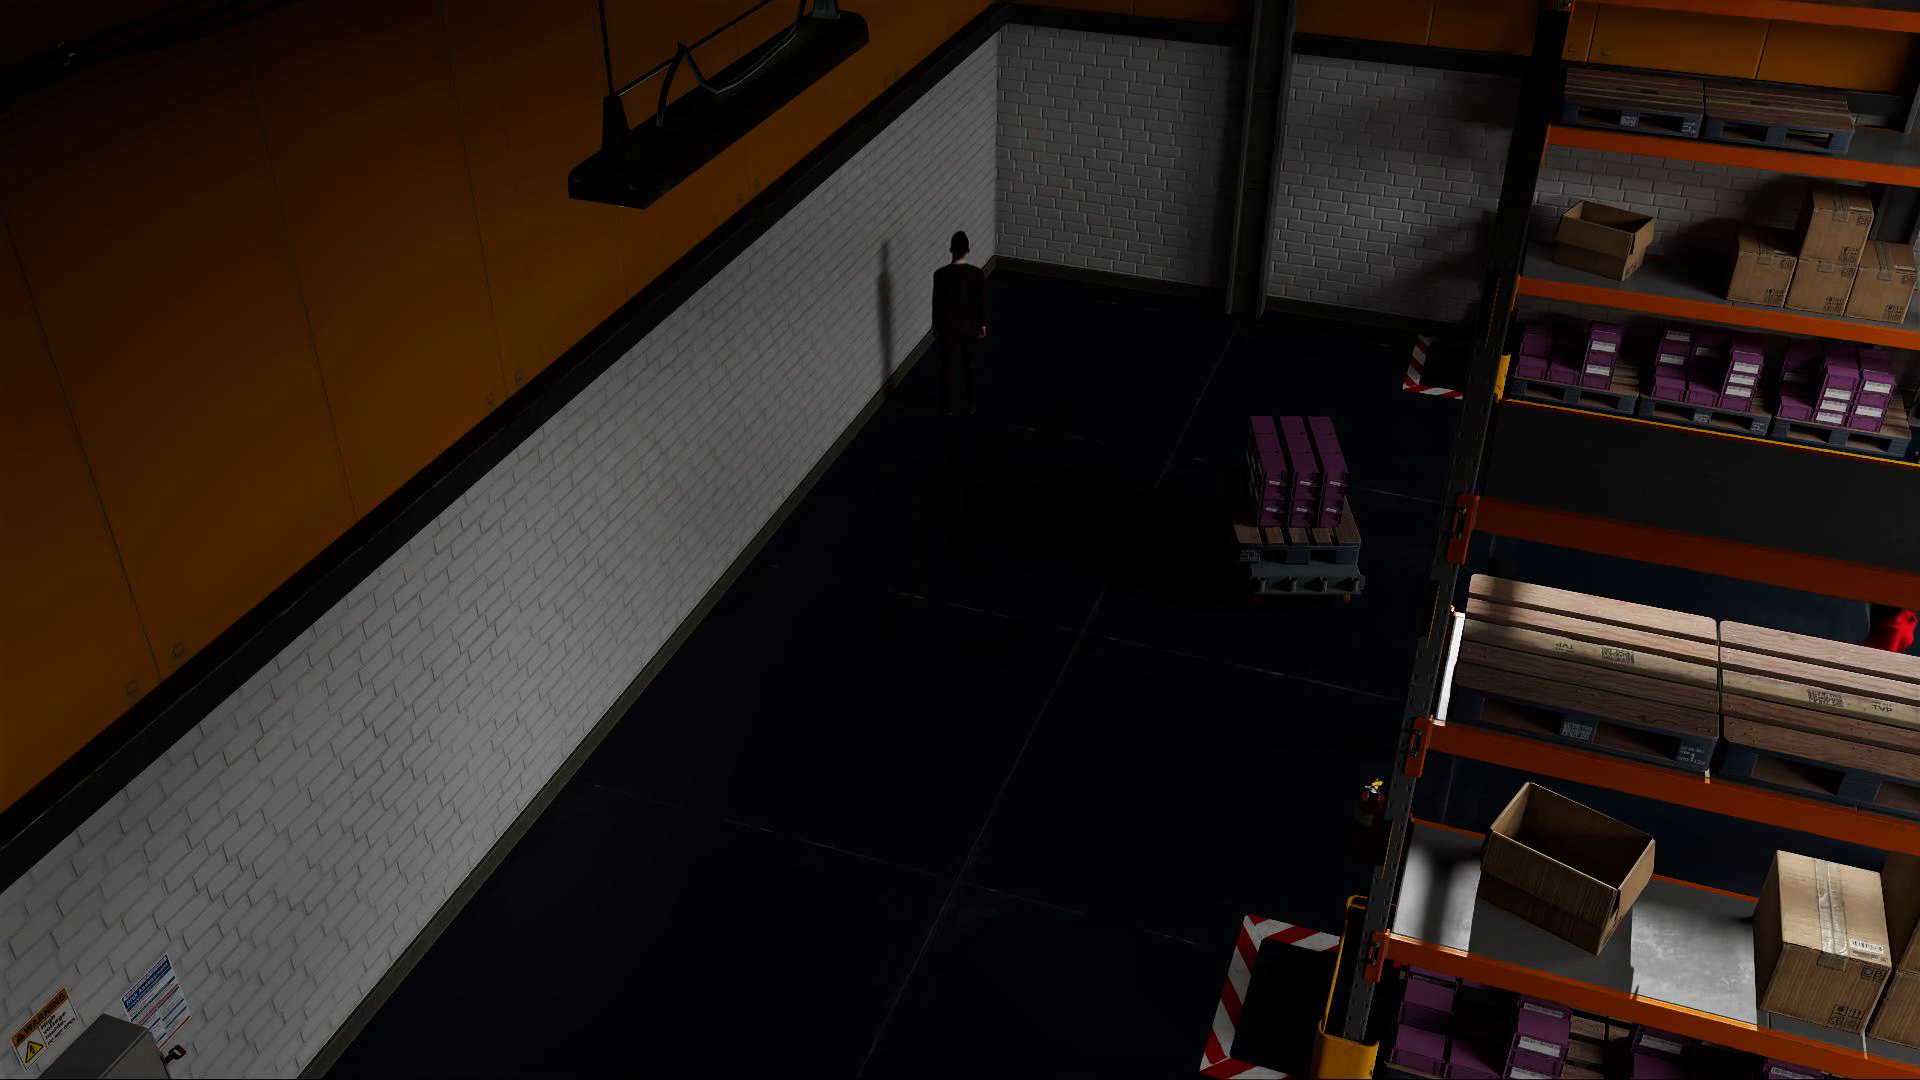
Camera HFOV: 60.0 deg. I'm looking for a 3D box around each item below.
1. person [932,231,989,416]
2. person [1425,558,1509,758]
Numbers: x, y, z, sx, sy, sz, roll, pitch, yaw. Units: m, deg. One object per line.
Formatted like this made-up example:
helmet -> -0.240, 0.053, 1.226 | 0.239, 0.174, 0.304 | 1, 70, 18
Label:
person -> -0.011, -2.074, 16.016 | 0.689, 1.864, 0.837 | -3, 34, -4
person -> 3.717, 0.878, 11.718 | 1.214, 1.704, 0.784 | 5, 34, 7
